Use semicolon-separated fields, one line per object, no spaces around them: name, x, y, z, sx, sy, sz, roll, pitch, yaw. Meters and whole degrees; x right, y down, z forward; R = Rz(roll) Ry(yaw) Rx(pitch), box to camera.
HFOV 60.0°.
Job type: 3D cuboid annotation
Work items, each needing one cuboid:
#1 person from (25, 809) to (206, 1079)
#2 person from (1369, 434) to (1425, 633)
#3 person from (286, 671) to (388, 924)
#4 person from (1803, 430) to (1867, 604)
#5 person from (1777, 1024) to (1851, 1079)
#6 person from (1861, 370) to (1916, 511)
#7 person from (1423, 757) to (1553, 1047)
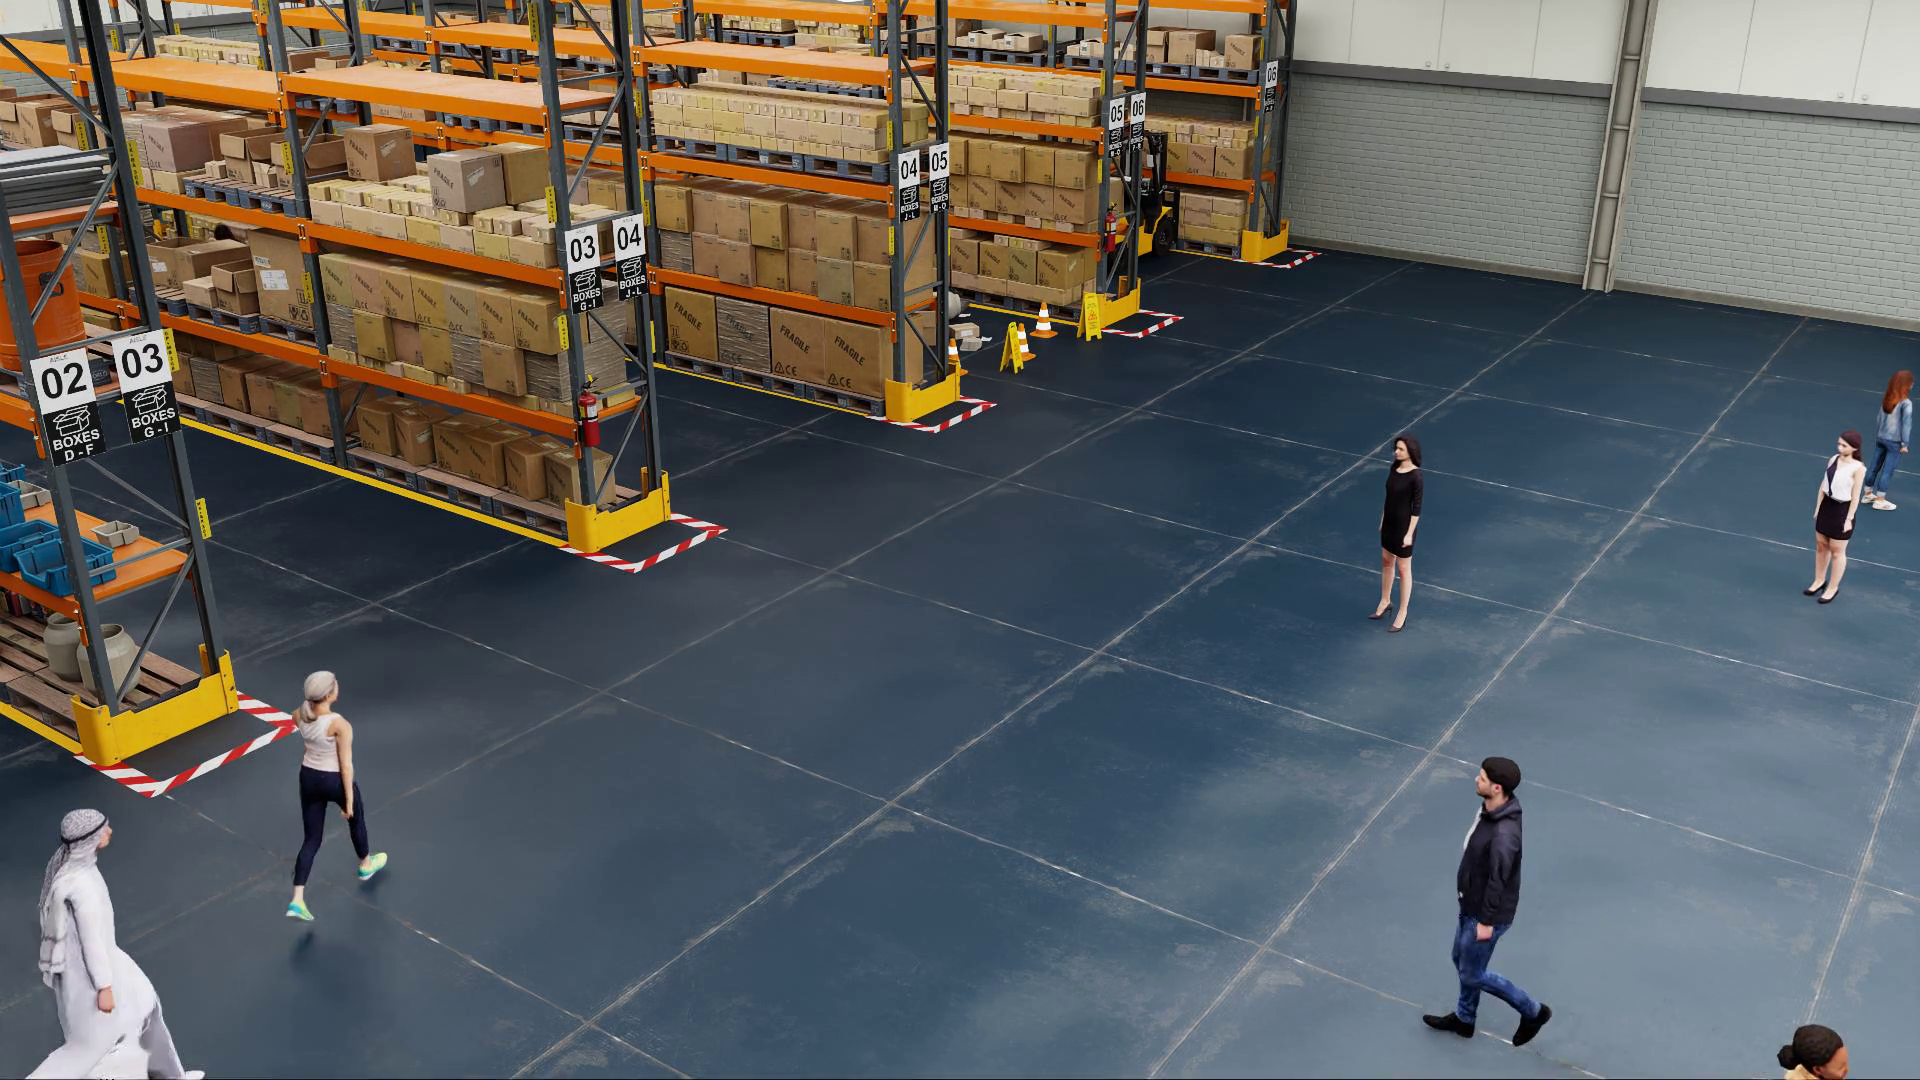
person;-4.775;2.343;8.886;1.107;1.864;1.286;-13;26;-28
person;3.872;-0.076;14.647;0.713;1.806;0.609;-8;24;-18
person;-4.141;1.669;10.727;1.209;1.662;0.960;5;24;12
person;8.019;-0.227;15.203;0.692;1.650;0.601;-9;25;-20
person;3.804;2.937;7.768;0.958;1.645;0.667;11;26;25
person;9.712;-1.054;17.368;0.695;1.476;0.629;-5;23;-11
person;3.085;2.097;9.448;1.037;1.876;0.872;6;24;14
